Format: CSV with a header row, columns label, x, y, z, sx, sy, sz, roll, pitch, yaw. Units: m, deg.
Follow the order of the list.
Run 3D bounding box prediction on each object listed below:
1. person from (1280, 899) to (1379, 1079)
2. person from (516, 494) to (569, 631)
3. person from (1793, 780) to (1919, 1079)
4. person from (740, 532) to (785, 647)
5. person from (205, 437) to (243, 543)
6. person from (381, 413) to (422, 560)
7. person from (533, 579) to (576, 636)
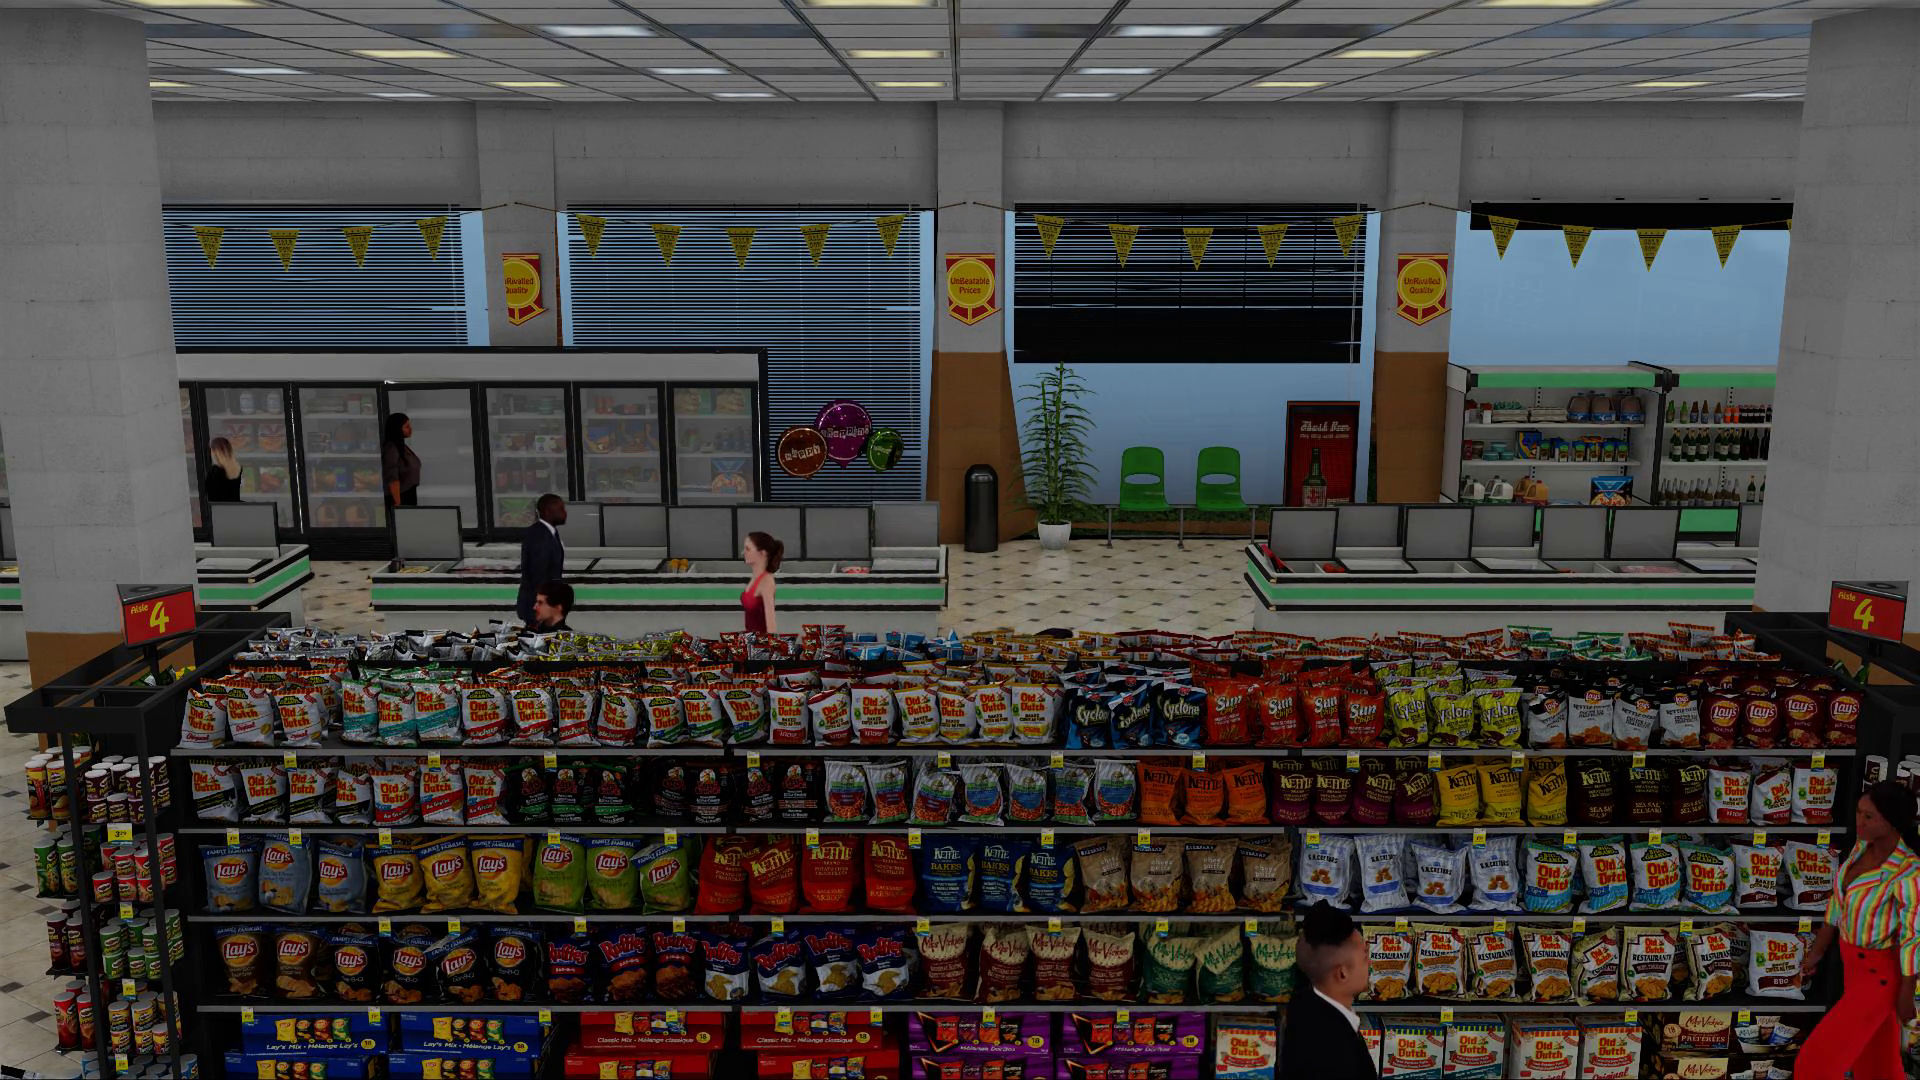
label,x,y,z,sx,sy,sz,roll,pitch,yaw
person,1.043,2.044,5.192,1.113,1.929,0.772,1,12,4
person,-3.250,0.548,12.612,0.895,1.800,0.802,-2,12,-11
person,3.746,1.817,6.666,0.899,1.767,0.624,1,12,5
person,-1.309,0.797,11.625,1.175,1.719,0.710,-2,12,-10
person,-7.071,-0.156,16.286,0.919,1.664,0.718,2,12,10
person,-5.702,-0.381,16.932,0.629,1.838,0.666,-2,12,-7
person,-2.289,1.118,9.856,1.179,1.820,1.045,-8,14,-32
